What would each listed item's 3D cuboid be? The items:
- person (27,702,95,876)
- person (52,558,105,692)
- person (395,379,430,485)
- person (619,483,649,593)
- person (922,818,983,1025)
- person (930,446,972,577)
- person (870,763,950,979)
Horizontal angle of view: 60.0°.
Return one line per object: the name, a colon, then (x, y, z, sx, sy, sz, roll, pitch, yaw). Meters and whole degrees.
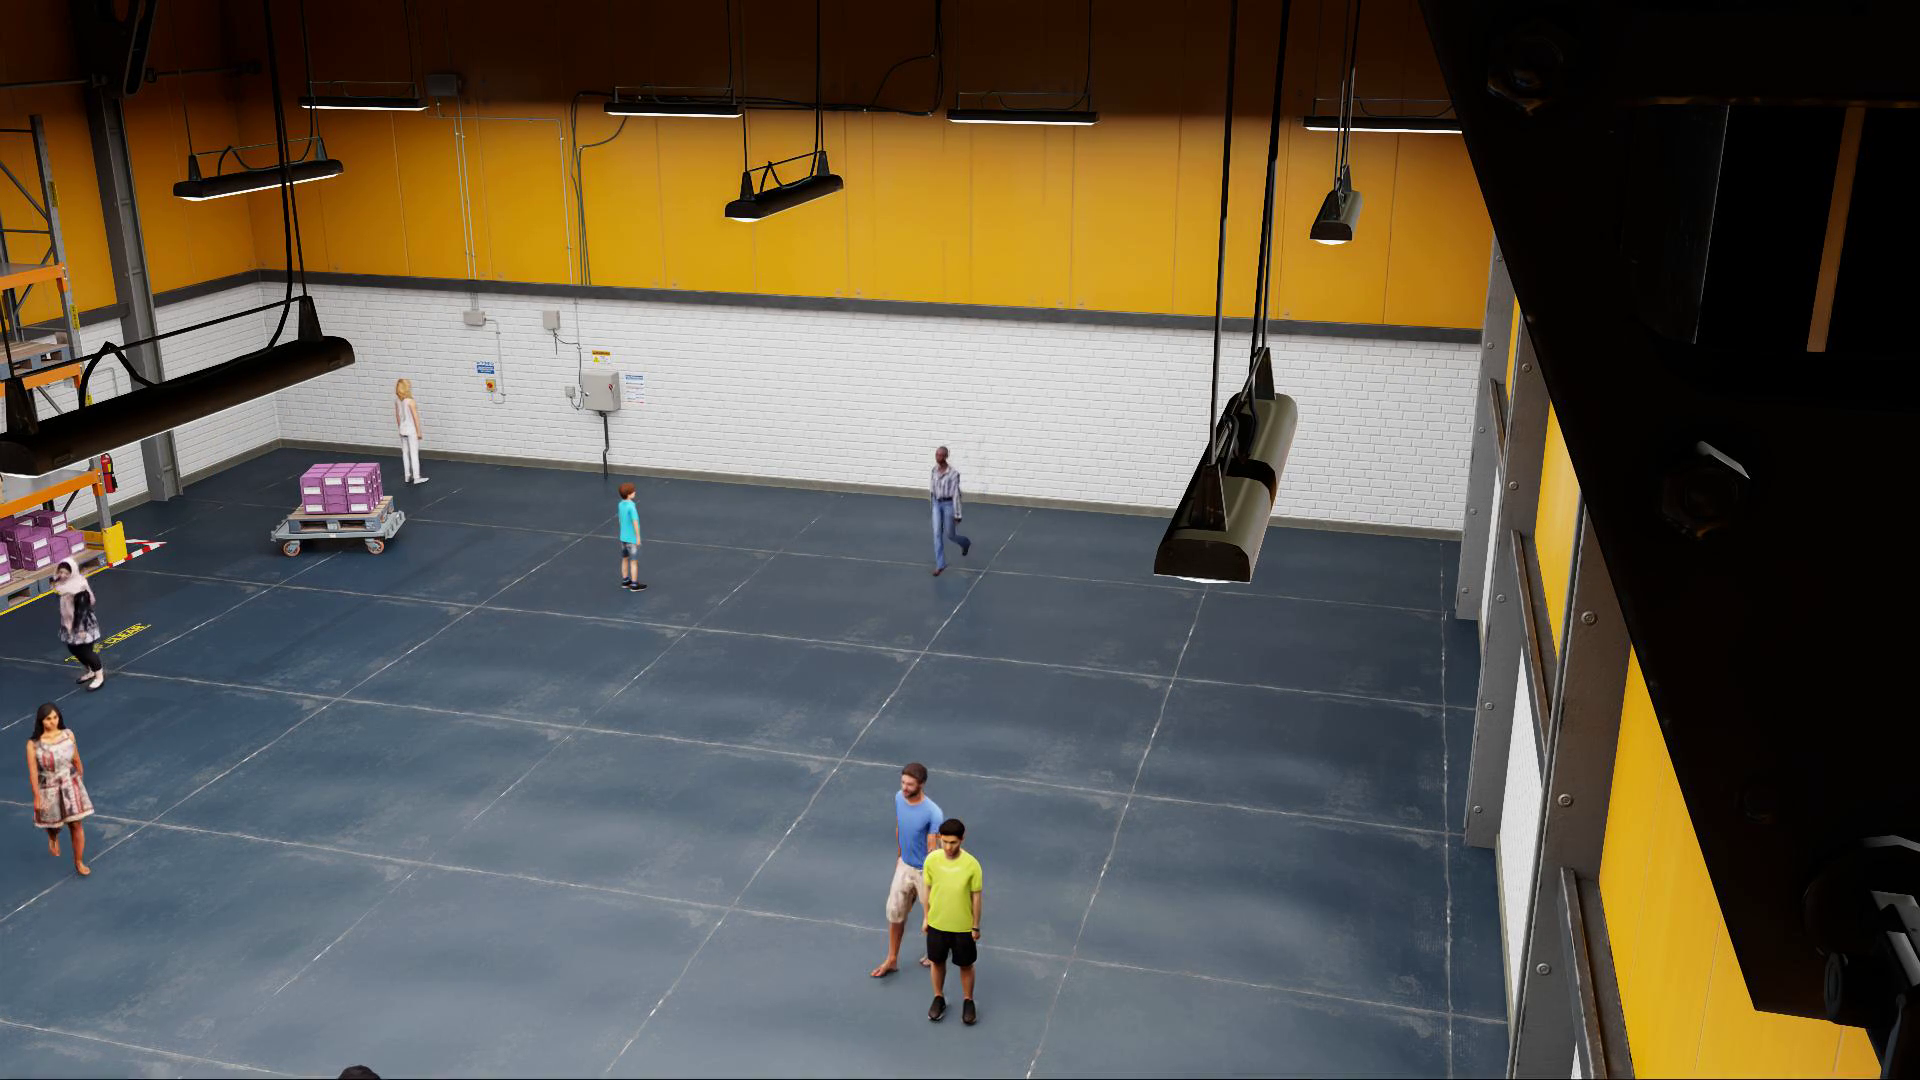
person: (-8.040, 2.193, 14.794, 0.892, 1.631, 0.871, 17, 25, 41)
person: (-9.811, 0.934, 18.596, 0.746, 1.591, 0.766, -16, 24, -39)
person: (-8.762, -1.736, 26.396, 0.649, 1.672, 0.626, 10, 21, 28)
person: (-4.329, -0.057, 21.762, 0.613, 1.449, 0.591, -17, 25, -41)
person: (-0.067, 2.871, 12.663, 0.596, 1.706, 0.507, 5, 19, 14)
person: (-0.152, -0.407, 22.295, 0.863, 1.772, 1.070, 13, 23, 34)
person: (-0.269, 2.576, 13.325, 0.923, 1.844, 1.112, 15, 24, 37)
